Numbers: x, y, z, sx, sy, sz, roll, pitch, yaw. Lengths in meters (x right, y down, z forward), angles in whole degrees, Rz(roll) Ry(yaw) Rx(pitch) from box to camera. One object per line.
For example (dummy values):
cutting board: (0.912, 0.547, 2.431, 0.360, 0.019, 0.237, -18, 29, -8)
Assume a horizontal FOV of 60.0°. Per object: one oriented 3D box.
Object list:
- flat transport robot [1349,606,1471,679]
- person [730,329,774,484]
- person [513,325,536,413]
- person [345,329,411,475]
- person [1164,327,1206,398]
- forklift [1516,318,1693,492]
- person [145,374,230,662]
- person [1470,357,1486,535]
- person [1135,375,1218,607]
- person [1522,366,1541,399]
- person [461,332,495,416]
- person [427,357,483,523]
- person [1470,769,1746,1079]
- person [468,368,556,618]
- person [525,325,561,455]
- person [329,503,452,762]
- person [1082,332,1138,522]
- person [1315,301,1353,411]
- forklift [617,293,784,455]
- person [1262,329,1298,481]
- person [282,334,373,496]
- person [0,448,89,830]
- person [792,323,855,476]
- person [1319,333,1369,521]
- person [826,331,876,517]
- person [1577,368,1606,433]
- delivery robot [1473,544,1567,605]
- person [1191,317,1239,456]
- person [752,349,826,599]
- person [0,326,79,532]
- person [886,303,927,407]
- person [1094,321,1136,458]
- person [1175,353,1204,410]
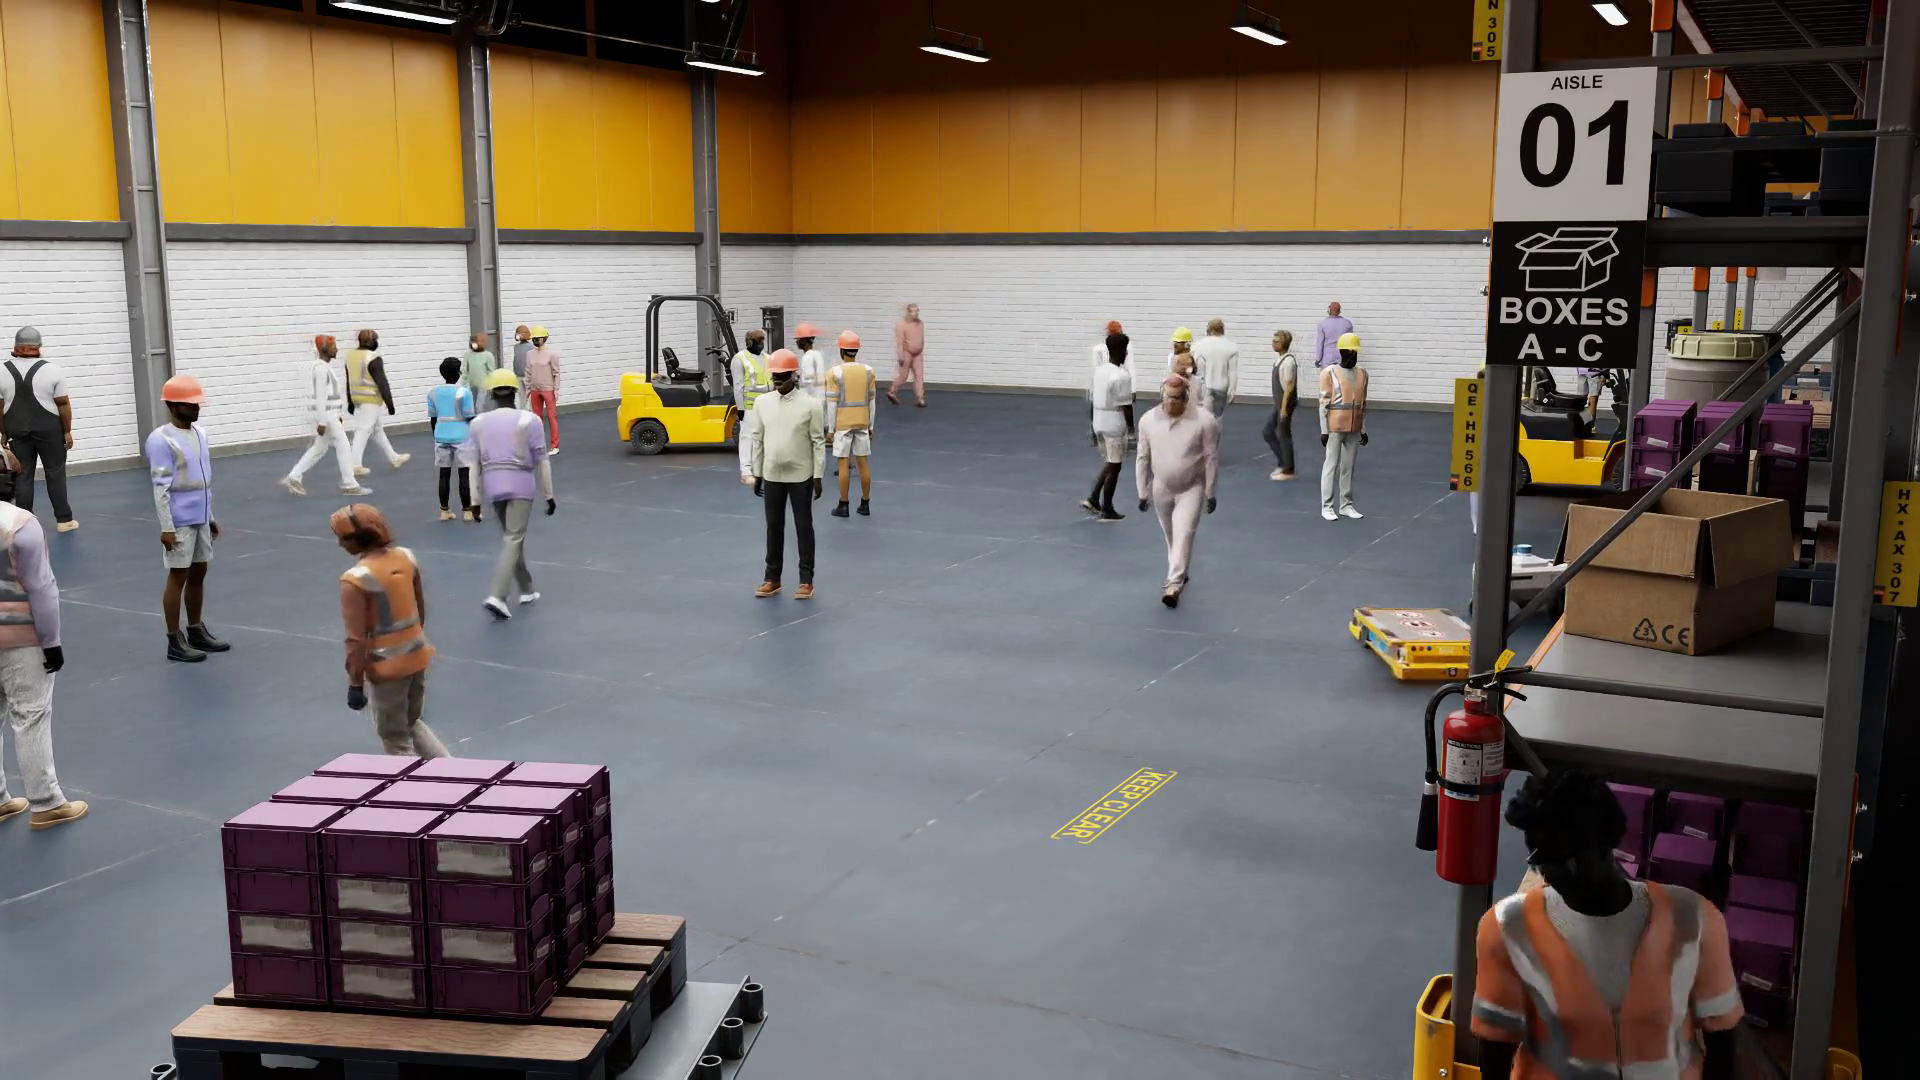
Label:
flat transport robot: (3.130, 0.678, 11.269, 0.652, 0.197, 1.431, 0, 10, 0)
person: (-2.437, -1.595, 19.885, 0.429, 1.845, 0.627, 7, 12, 37)
person: (-6.745, -2.508, 25.771, 0.507, 1.633, 0.276, 7, 12, 36)
person: (-7.300, -1.727, 20.782, 0.657, 1.789, 0.962, 8, 13, 40)
person: (2.773, -1.740, 20.756, 0.403, 1.828, 0.597, -9, 14, -43)
forklift: (7.066, -1.601, 18.899, 2.313, 2.155, 1.214, 5, 11, 27)
person: (-5.207, -0.153, 11.259, 0.373, 1.935, 0.552, 1, 10, 9)
person: (5.048, -0.886, 16.004, 0.542, 1.748, 0.571, 5, 11, 27)
person: (1.709, -0.410, 13.190, 0.659, 1.798, 1.160, 5, 11, 25)
person: (7.254, -1.832, 21.324, 0.404, 1.824, 0.586, -1, 10, -5)
person: (-7.023, -2.255, 24.410, 0.498, 1.598, 0.817, 4, 11, 21)
person: (-5.152, -1.015, 16.948, 0.532, 1.696, 0.319, 3, 10, 16)
person: (1.446, 1.302, 3.642, 0.642, 1.661, 0.317, 2, 10, 11)
person: (-3.461, -0.364, 12.686, 0.612, 1.879, 0.974, 2, 10, 11)
person: (-5.685, -2.029, 22.619, 0.535, 1.767, 0.316, 4, 11, 21)
person: (-2.617, 0.615, 7.750, 0.475, 1.613, 0.552, 3, 10, 15)
person: (1.566, -1.140, 16.953, 0.413, 1.950, 0.601, -5, 11, -25)
person: (6.454, -3.163, 28.774, 0.638, 1.911, 0.402, -1, 10, -6)
forklift: (-3.588, -2.317, 23.042, 2.313, 2.155, 1.214, -1, 10, -5)
person: (3.868, -1.609, 19.979, 0.440, 1.832, 0.537, 0, 10, 0)
person: (-7.200, -1.398, 18.730, 0.915, 1.857, 0.578, -4, 11, -22)
person: (-4.544, 0.472, 7.938, 0.622, 1.838, 0.429, 2, 10, 13)
person: (-1.764, -1.717, 20.449, 0.975, 1.900, 0.551, 3, 10, 14)
person: (3.966, -1.169, 17.163, 0.588, 1.930, 0.359, -5, 11, -25)
person: (-1.144, -1.205, 17.338, 0.545, 1.942, 0.350, -5, 11, -28)
person: (9.249, -2.463, 24.326, 0.378, 2.044, 0.607, -4, 10, -20)
delivery robot: (4.219, 0.277, 12.474, 0.707, 0.478, 0.477, -2, 9, -16)
person: (3.363, -1.989, 21.988, 0.639, 1.909, 0.899, 0, 10, 1)
person: (-1.372, -0.520, 13.217, 0.613, 1.994, 0.395, 3, 10, 17)
person: (-9.094, -1.091, 16.393, 0.690, 2.000, 0.538, -2, 10, -11)
person: (-0.931, -3.326, 29.836, 0.654, 1.877, 0.824, -8, 12, -38)
person: (2.121, -2.046, 22.529, 0.637, 1.824, 0.983, 4, 11, 22)
person: (2.548, -1.331, 18.976, 0.522, 1.619, 0.498, -6, 12, -32)
